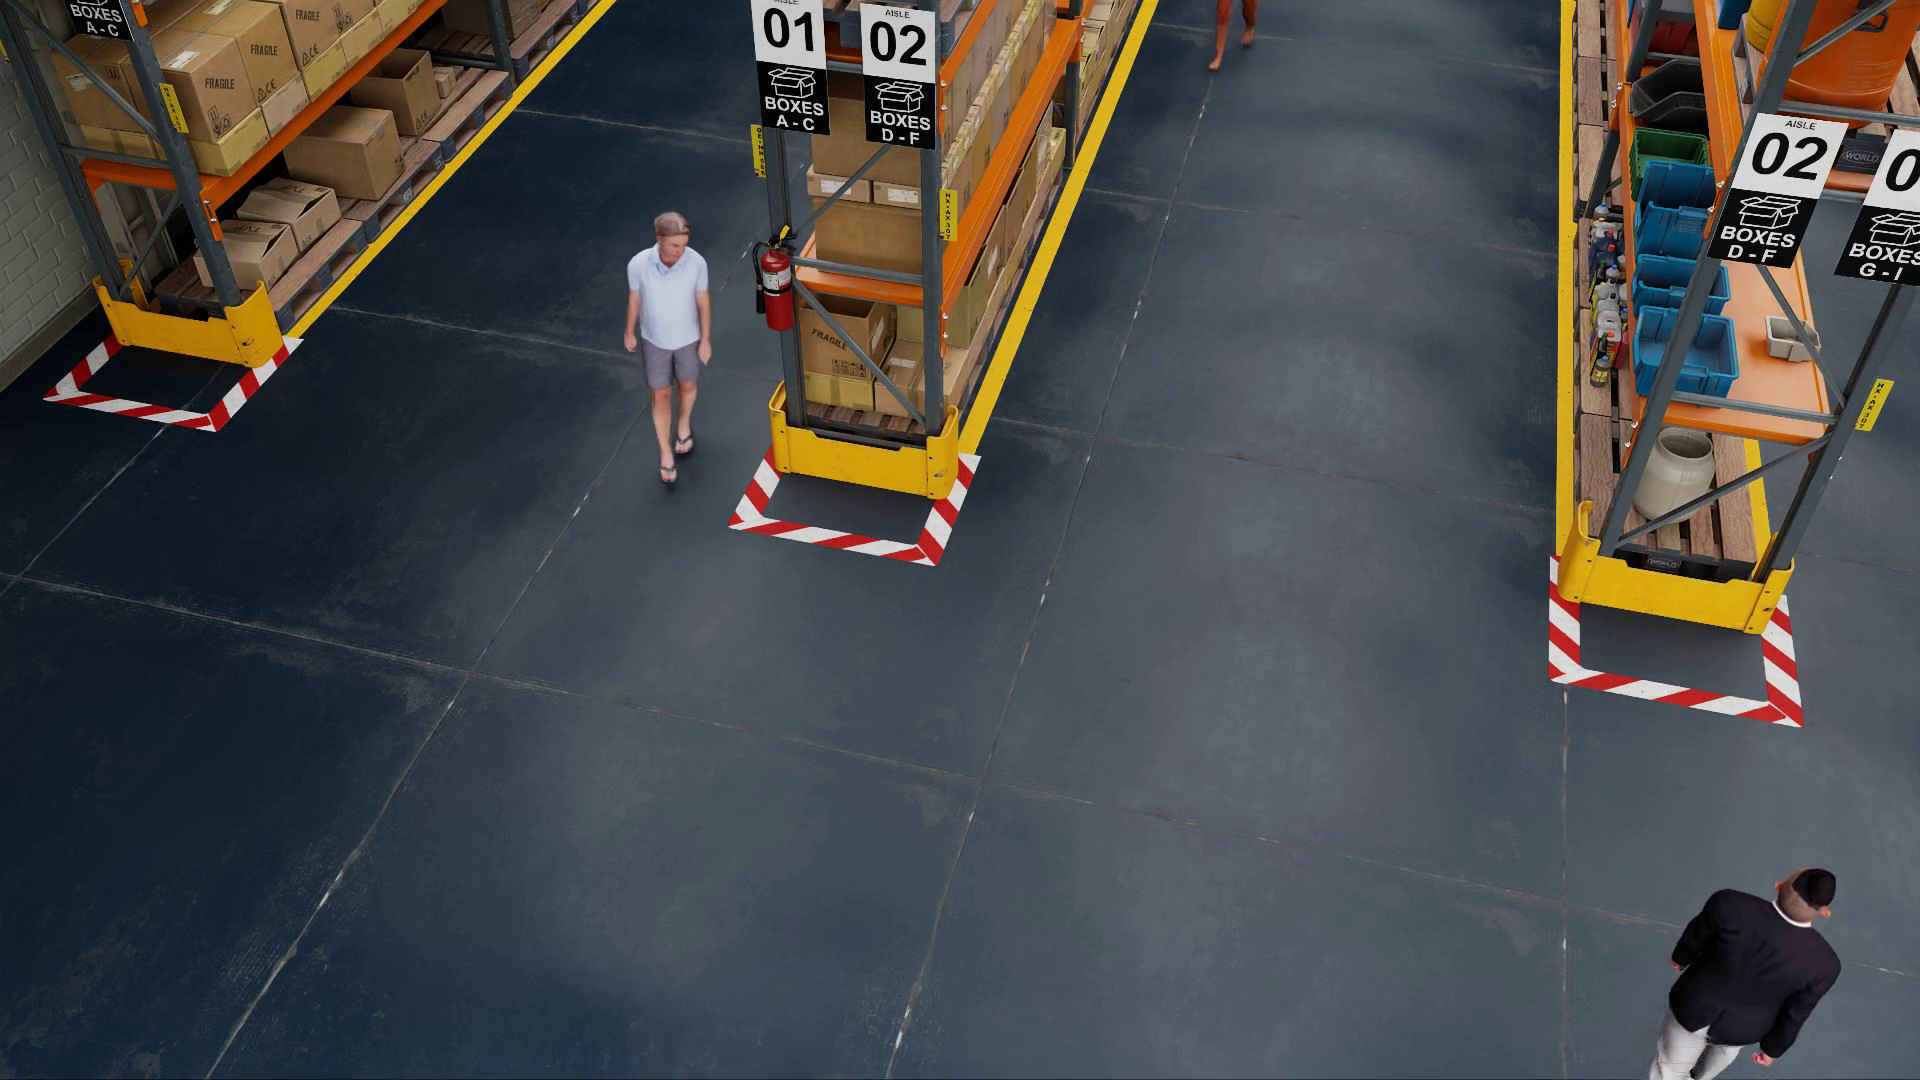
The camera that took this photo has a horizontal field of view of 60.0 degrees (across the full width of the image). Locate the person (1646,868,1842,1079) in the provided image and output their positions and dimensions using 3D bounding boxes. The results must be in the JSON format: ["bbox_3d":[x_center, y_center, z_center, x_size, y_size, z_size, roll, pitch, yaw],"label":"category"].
[{"bbox_3d":[3.071,1.948,6.754,0.962,1.914,1.312,24,48,24],"label":"person"}]

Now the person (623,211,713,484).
[{"bbox_3d":[-1.781,-1.306,10.320,0.909,1.801,0.983,-5,43,-5],"label":"person"}]

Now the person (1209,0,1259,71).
[{"bbox_3d":[2.439,-4.895,14.313,0.605,1.599,0.939,15,45,15],"label":"person"}]
